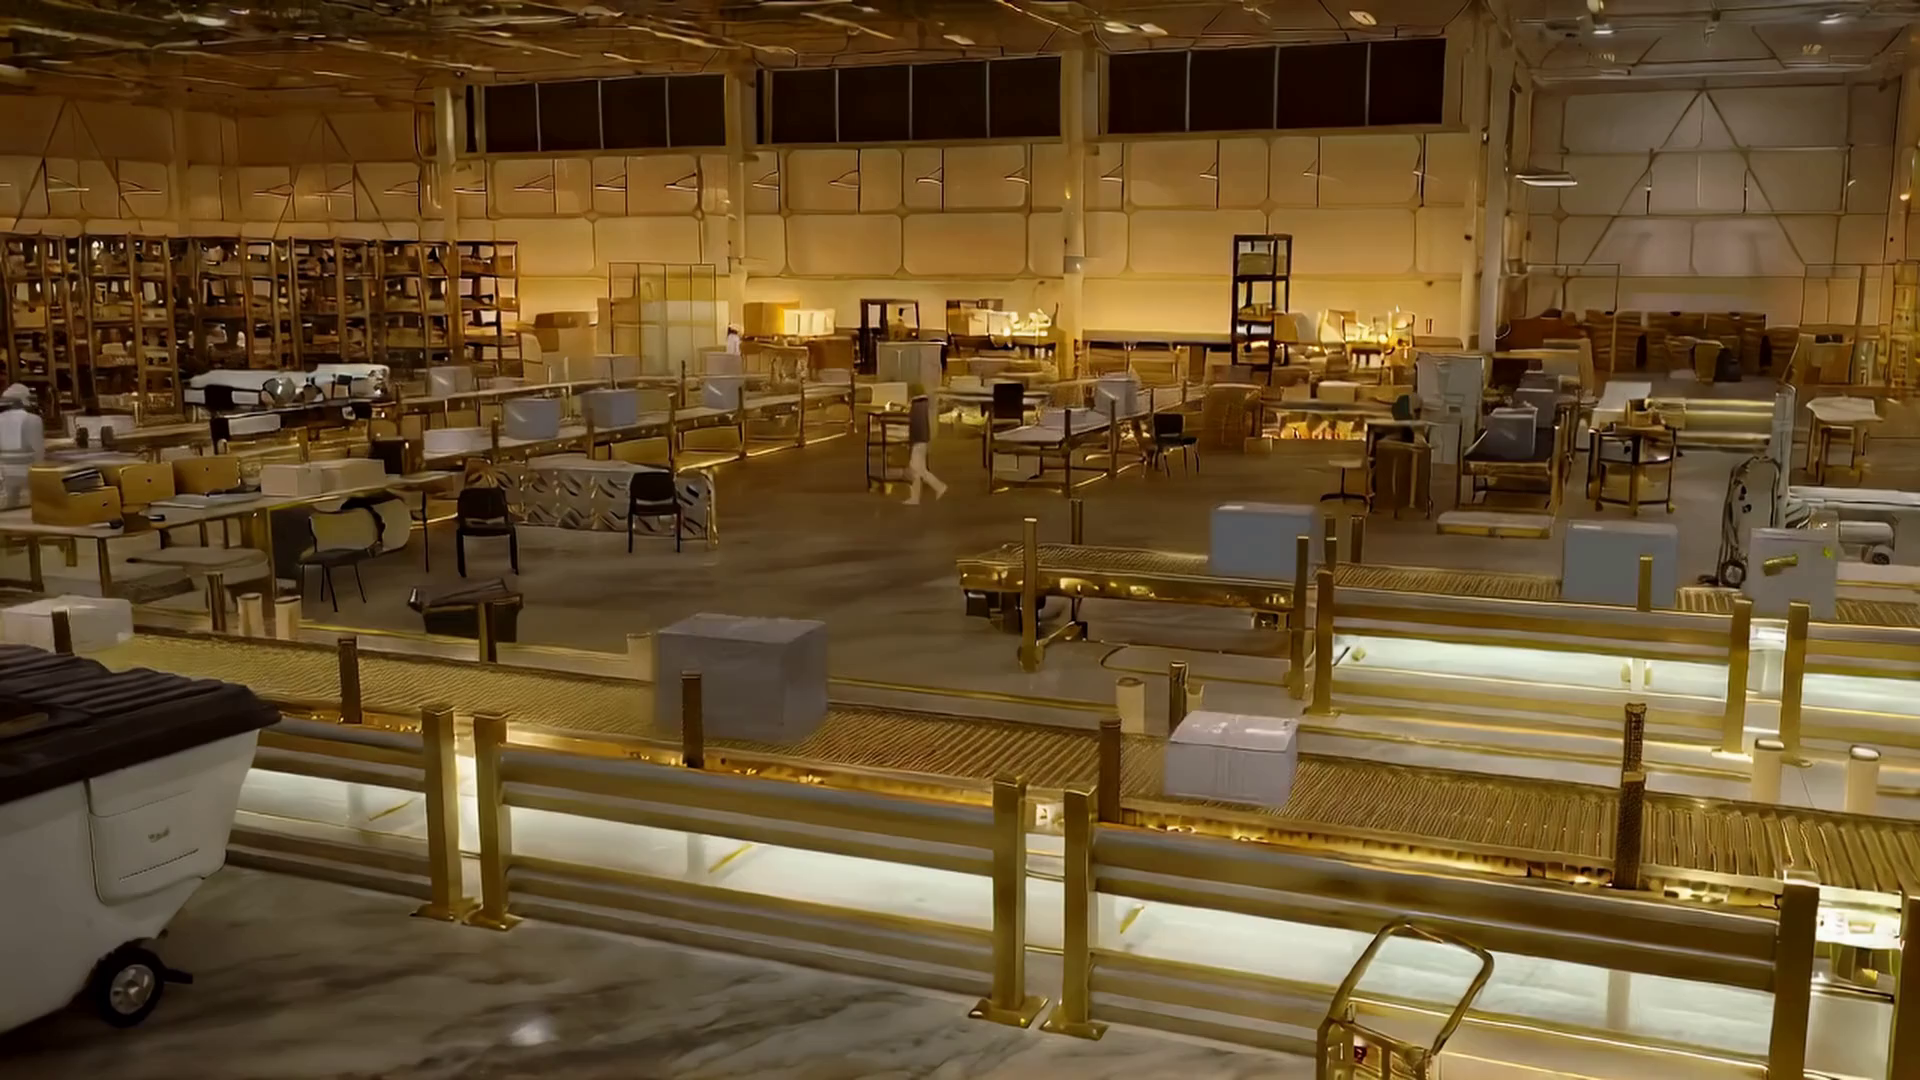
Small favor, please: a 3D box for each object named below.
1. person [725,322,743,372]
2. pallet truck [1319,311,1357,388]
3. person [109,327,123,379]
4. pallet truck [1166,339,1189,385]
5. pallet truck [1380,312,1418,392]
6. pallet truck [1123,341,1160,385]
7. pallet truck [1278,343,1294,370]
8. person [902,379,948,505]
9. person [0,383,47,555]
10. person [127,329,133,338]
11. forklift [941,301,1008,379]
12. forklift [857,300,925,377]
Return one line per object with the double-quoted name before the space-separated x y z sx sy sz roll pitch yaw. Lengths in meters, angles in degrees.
"person" -5.107 -4.056 37.695 0.523 1.769 0.309 8 12 39
"pallet truck" 9.071 -4.419 39.190 0.823 1.965 1.885 5 10 26
"person" -19.588 -4.228 38.517 0.563 1.839 0.375 4 10 25
"pallet truck" 5.418 -4.269 40.420 0.704 1.261 1.522 3 10 20
"pallet truck" 10.207 -4.283 38.369 0.823 1.965 1.885 3 10 20
"pallet truck" 4.445 -4.380 41.279 0.680 1.201 1.601 4 10 22
"pallet truck" 7.886 -4.163 39.743 0.653 1.274 1.630 4 10 22
"person" -0.451 -1.225 20.981 0.573 1.615 0.506 3 10 18
"person" -9.925 -0.770 17.694 0.621 1.784 0.931 0 9 3
"person" -18.558 -4.110 37.513 0.607 1.947 1.044 6 11 33
"forklift" 0.365 -4.966 41.571 1.157 1.987 2.680 3 10 20
"forklift" -1.732 -5.109 42.468 1.157 1.987 2.680 4 10 22
